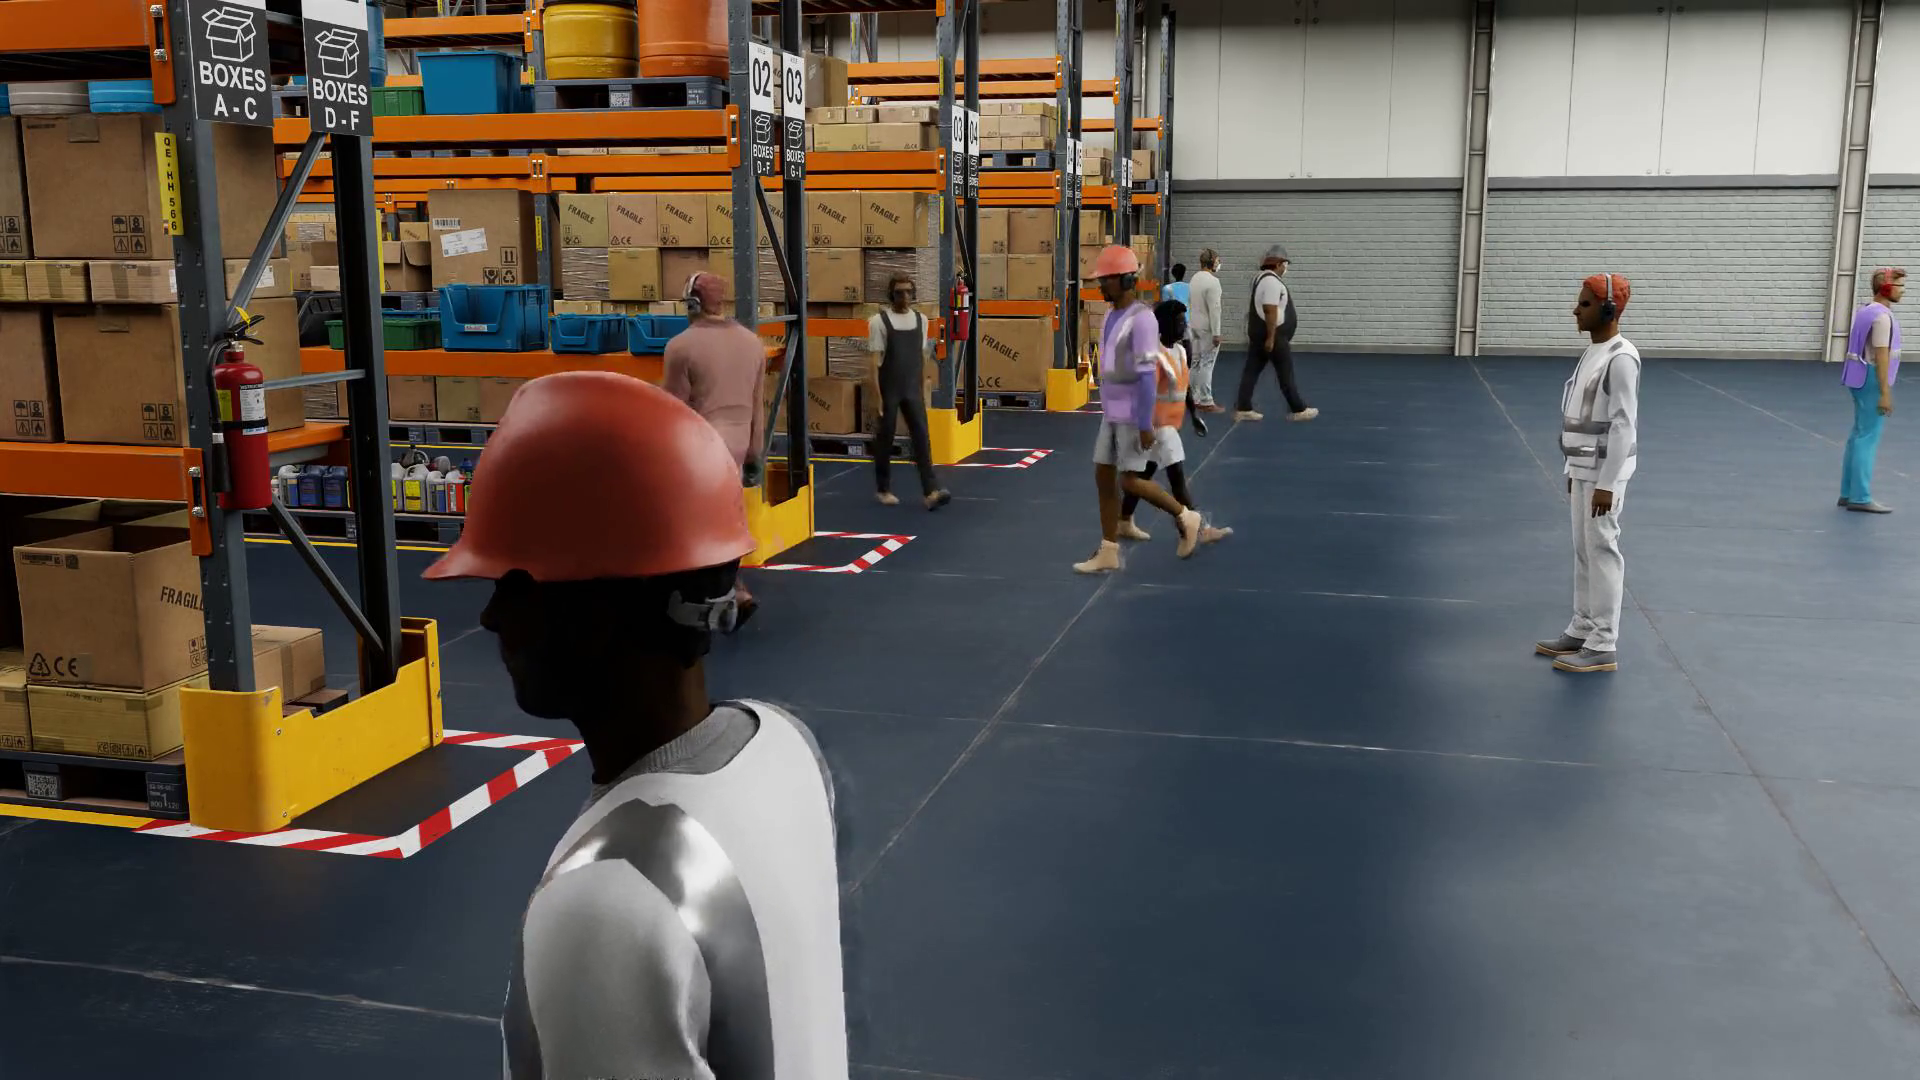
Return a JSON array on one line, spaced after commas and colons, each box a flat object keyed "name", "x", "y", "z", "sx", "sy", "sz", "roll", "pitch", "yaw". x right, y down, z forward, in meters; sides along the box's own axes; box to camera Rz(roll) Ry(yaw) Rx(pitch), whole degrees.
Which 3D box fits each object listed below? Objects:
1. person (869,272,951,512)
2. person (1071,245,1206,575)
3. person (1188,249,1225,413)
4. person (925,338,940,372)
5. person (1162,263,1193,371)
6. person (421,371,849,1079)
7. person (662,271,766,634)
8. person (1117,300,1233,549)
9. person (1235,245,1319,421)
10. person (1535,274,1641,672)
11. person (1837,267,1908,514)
[{"name": "person", "x": -0.412, "y": -1.103, "z": 12.530, "sx": 0.519, "sy": 1.792, "sz": 0.964, "roll": -5, "pitch": 11, "yaw": -24}, {"name": "person", "x": 1.088, "y": -0.786, "z": 10.163, "sx": 0.773, "sy": 2.019, "sz": 0.607, "roll": -3, "pitch": 11, "yaw": -18}, {"name": "person", "x": 2.918, "y": -2.469, "z": 19.698, "sx": 0.364, "sy": 1.939, "sz": 0.636, "roll": -3, "pitch": 11, "yaw": -18}, {"name": "person", "x": -0.343, "y": -2.380, "z": 19.385, "sx": 1.020, "sy": 1.886, "sz": 0.558, "roll": 1, "pitch": 10, "yaw": 5}, {"name": "person", "x": 3.238, "y": -3.240, "z": 24.633, "sx": 0.537, "sy": 1.698, "sz": 0.320, "roll": -2, "pitch": 10, "yaw": -10}, {"name": "person", "x": -0.196, "y": 0.805, "z": 1.628, "sx": 0.651, "sy": 1.932, "sz": 0.553, "roll": 2, "pitch": 10, "yaw": 10}, {"name": "person", "x": -1.296, "y": -0.453, "z": 8.693, "sx": 0.765, "sy": 1.883, "sz": 0.662, "roll": 9, "pitch": 13, "yaw": 40}, {"name": "person", "x": 1.423, "y": -0.767, "z": 11.072, "sx": 0.902, "sy": 1.638, "sz": 0.546, "roll": 5, "pitch": 11, "yaw": 24}, {"name": "person", "x": 3.601, "y": -2.357, "z": 18.798, "sx": 1.012, "sy": 2.000, "sz": 0.700, "roll": -1, "pitch": 10, "yaw": -6}, {"name": "person", "x": 3.016, "y": -0.313, "z": 7.913, "sx": 0.355, "sy": 1.883, "sz": 0.573, "roll": 1, "pitch": 10, "yaw": 6}, {"name": "person", "x": 6.865, "y": -1.130, "z": 12.550, "sx": 0.372, "sy": 1.840, "sz": 0.570, "roll": 3, "pitch": 11, "yaw": 16}]
